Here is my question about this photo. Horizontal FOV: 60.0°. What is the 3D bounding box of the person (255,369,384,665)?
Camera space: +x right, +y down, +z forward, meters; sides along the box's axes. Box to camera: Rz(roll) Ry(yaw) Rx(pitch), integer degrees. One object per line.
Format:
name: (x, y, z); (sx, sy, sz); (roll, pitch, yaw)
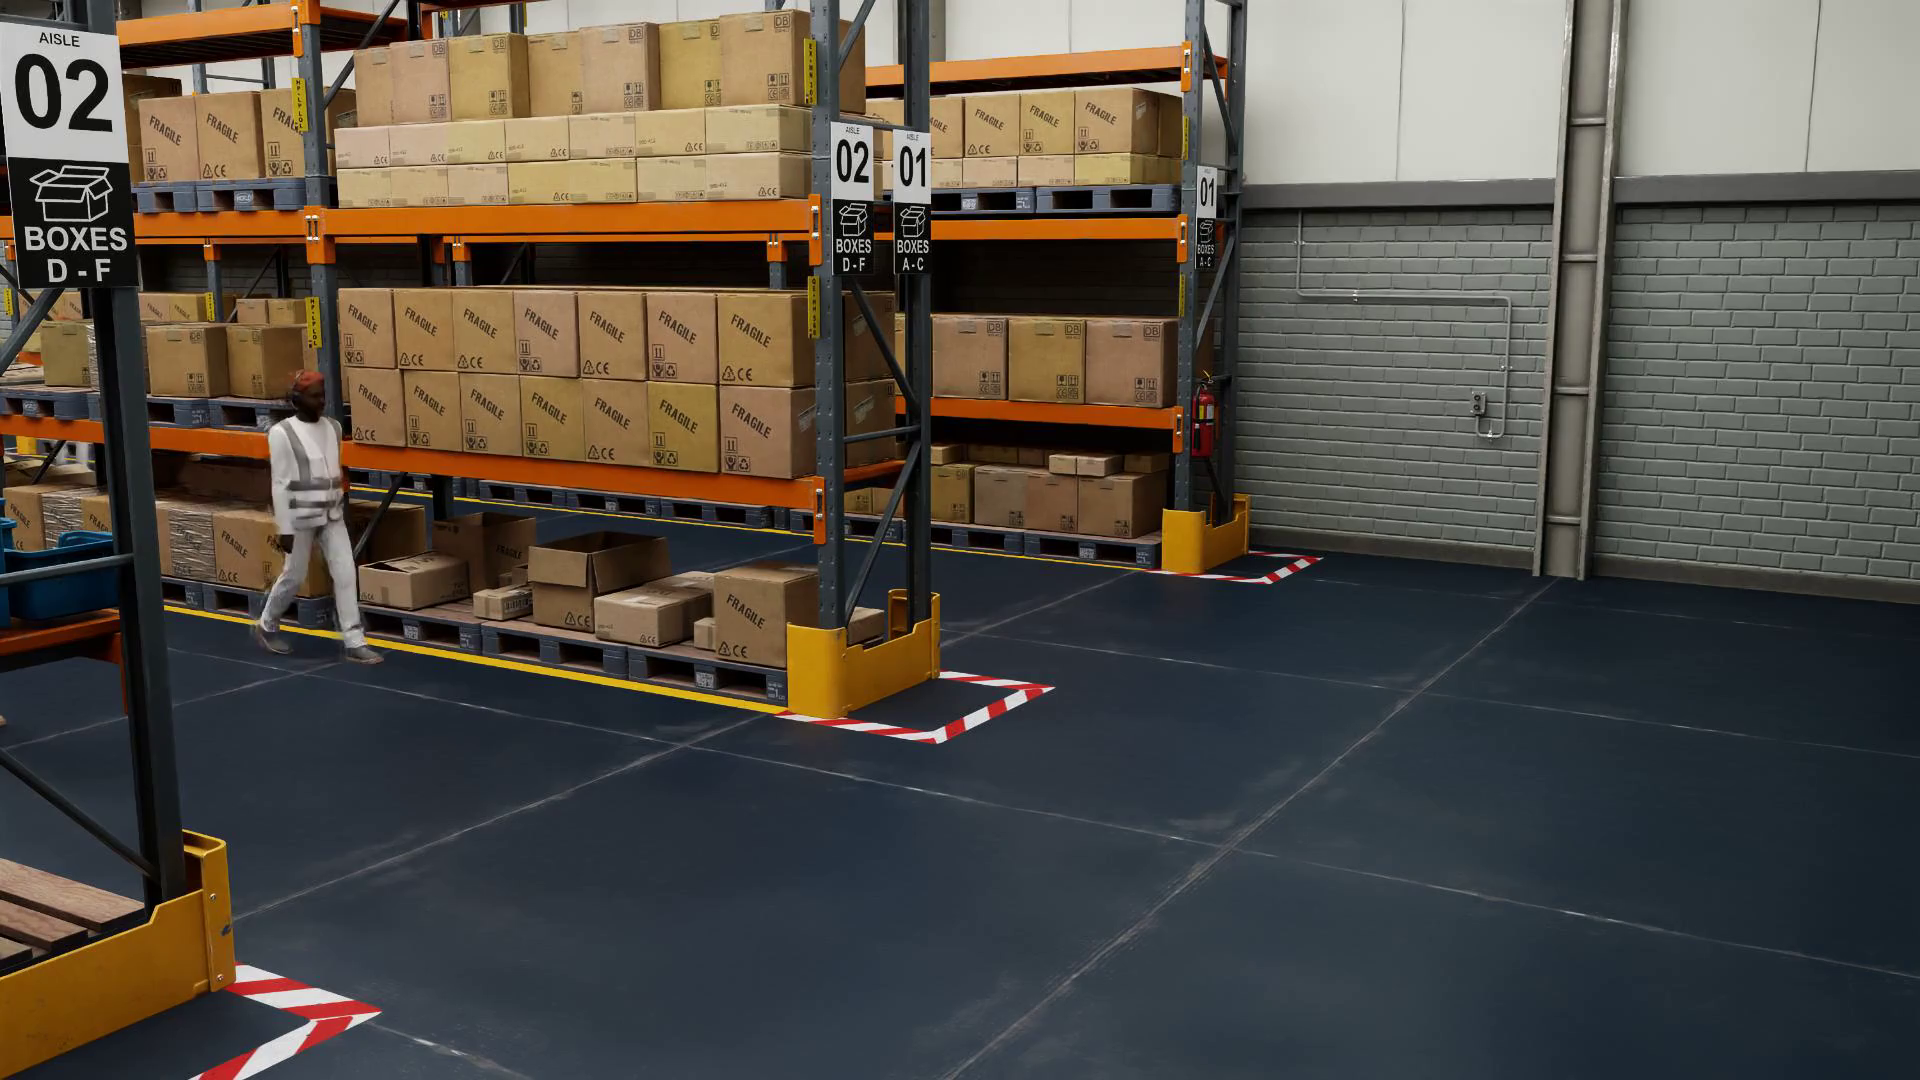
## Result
person: (-4.088, -0.148, 10.391); (0.958, 1.848, 0.589); (5, 11, 26)

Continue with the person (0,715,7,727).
person: (-5.364, 0.129, 8.777); (0.430, 1.841, 0.624); (6, 11, 30)

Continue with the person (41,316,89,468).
person: (-10.000, -1.560, 18.583); (0.697, 1.860, 0.622); (6, 11, 32)
